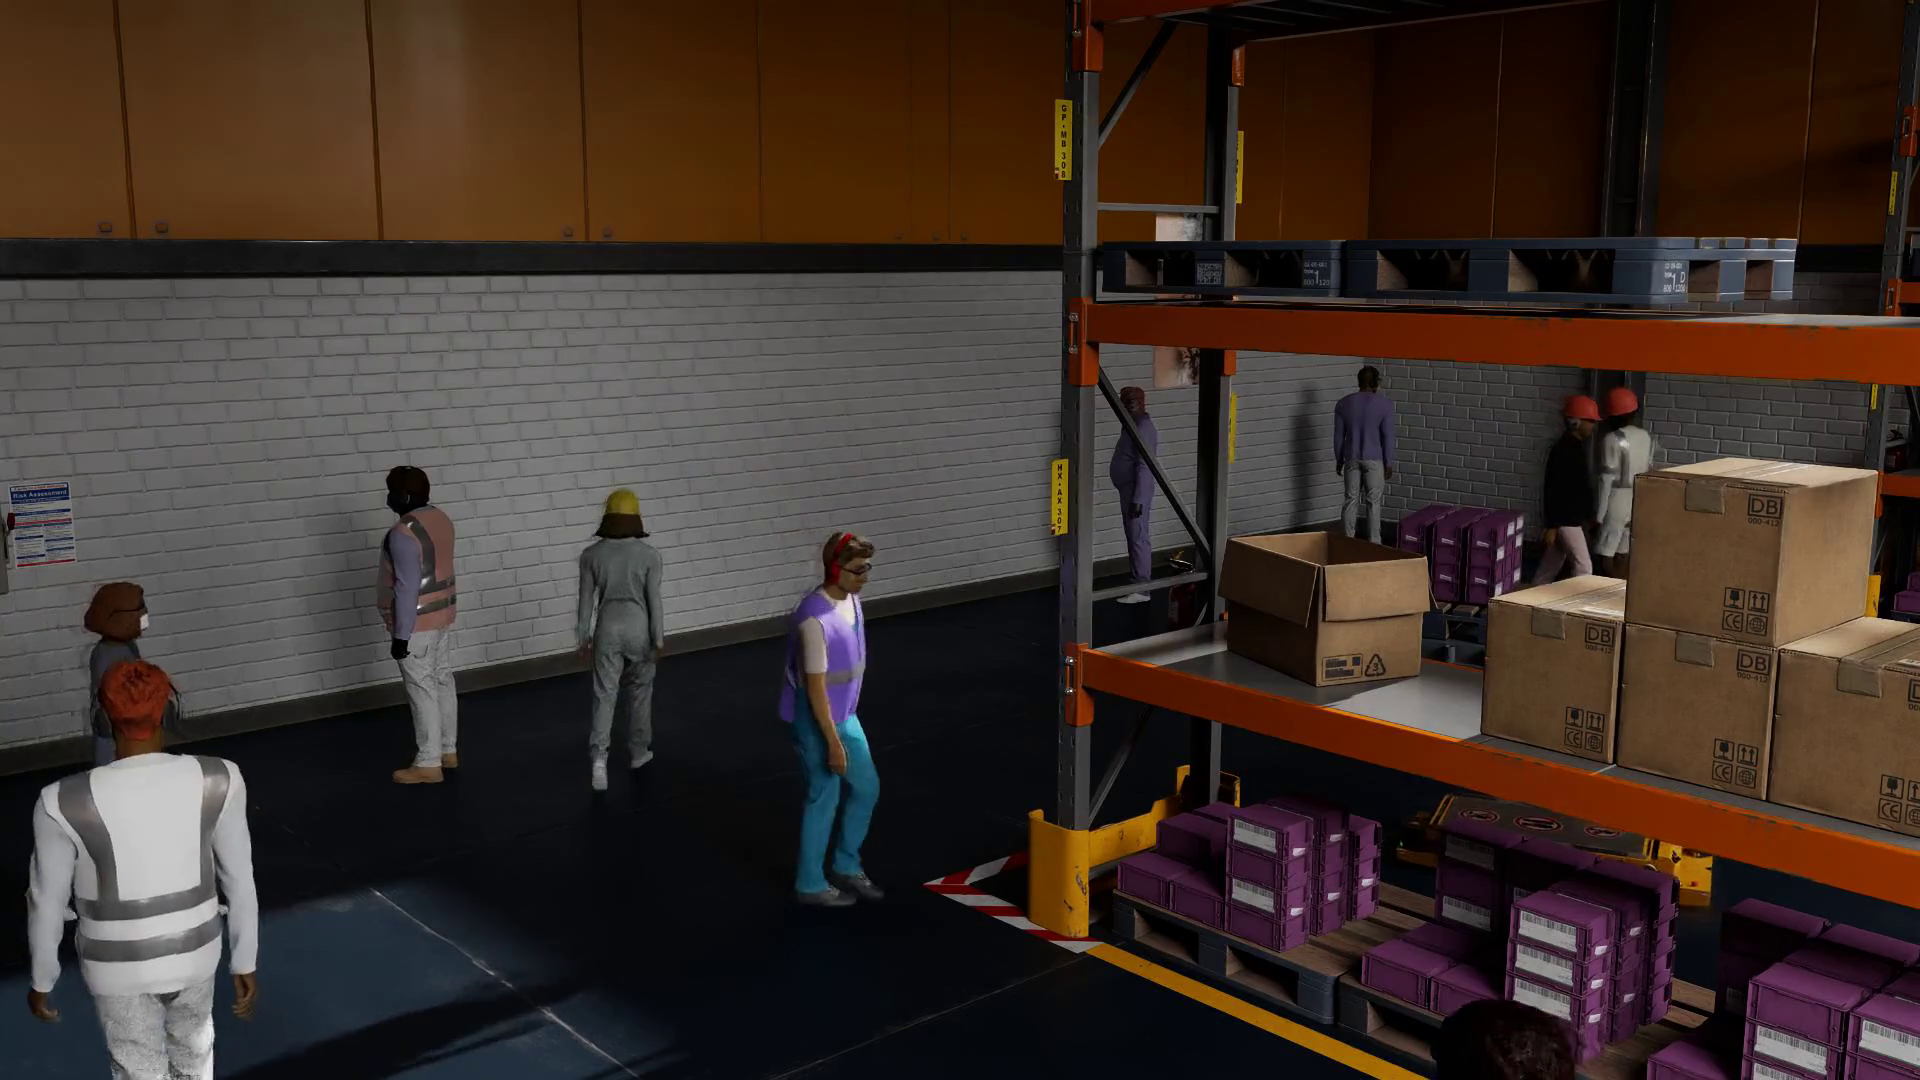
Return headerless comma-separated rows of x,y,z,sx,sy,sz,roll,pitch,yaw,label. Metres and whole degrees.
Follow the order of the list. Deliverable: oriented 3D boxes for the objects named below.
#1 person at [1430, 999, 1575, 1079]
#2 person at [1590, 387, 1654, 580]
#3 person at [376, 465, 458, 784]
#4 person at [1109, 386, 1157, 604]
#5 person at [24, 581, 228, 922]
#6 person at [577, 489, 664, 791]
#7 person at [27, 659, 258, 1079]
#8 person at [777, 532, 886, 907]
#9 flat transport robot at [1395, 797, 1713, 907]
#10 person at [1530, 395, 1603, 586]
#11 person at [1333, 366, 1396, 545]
1.004,1.660,2.730,0.988,1.862,0.633,8,13,40,person
5.297,-0.223,13.272,0.717,2.012,0.570,-7,12,-34,person
-3.142,0.483,9.631,0.429,1.843,0.628,1,10,5,person
1.510,-0.397,14.600,0.403,1.904,0.651,0,10,0,person
-3.835,0.970,7.509,0.833,1.599,0.506,-3,10,-17,person
-1.967,0.561,9.593,0.504,1.705,0.825,0,10,-1,person
-2.490,1.262,5.041,0.597,1.845,0.872,-8,13,-40,person
-0.553,0.842,7.626,0.544,1.806,0.662,2,10,14,person
2.947,1.505,8.242,1.431,0.197,0.652,5,11,25,flat transport robot
4.846,-0.156,13.025,0.897,1.952,0.620,4,11,24,person
4.082,-0.790,16.811,0.629,1.937,0.379,7,12,35,person
